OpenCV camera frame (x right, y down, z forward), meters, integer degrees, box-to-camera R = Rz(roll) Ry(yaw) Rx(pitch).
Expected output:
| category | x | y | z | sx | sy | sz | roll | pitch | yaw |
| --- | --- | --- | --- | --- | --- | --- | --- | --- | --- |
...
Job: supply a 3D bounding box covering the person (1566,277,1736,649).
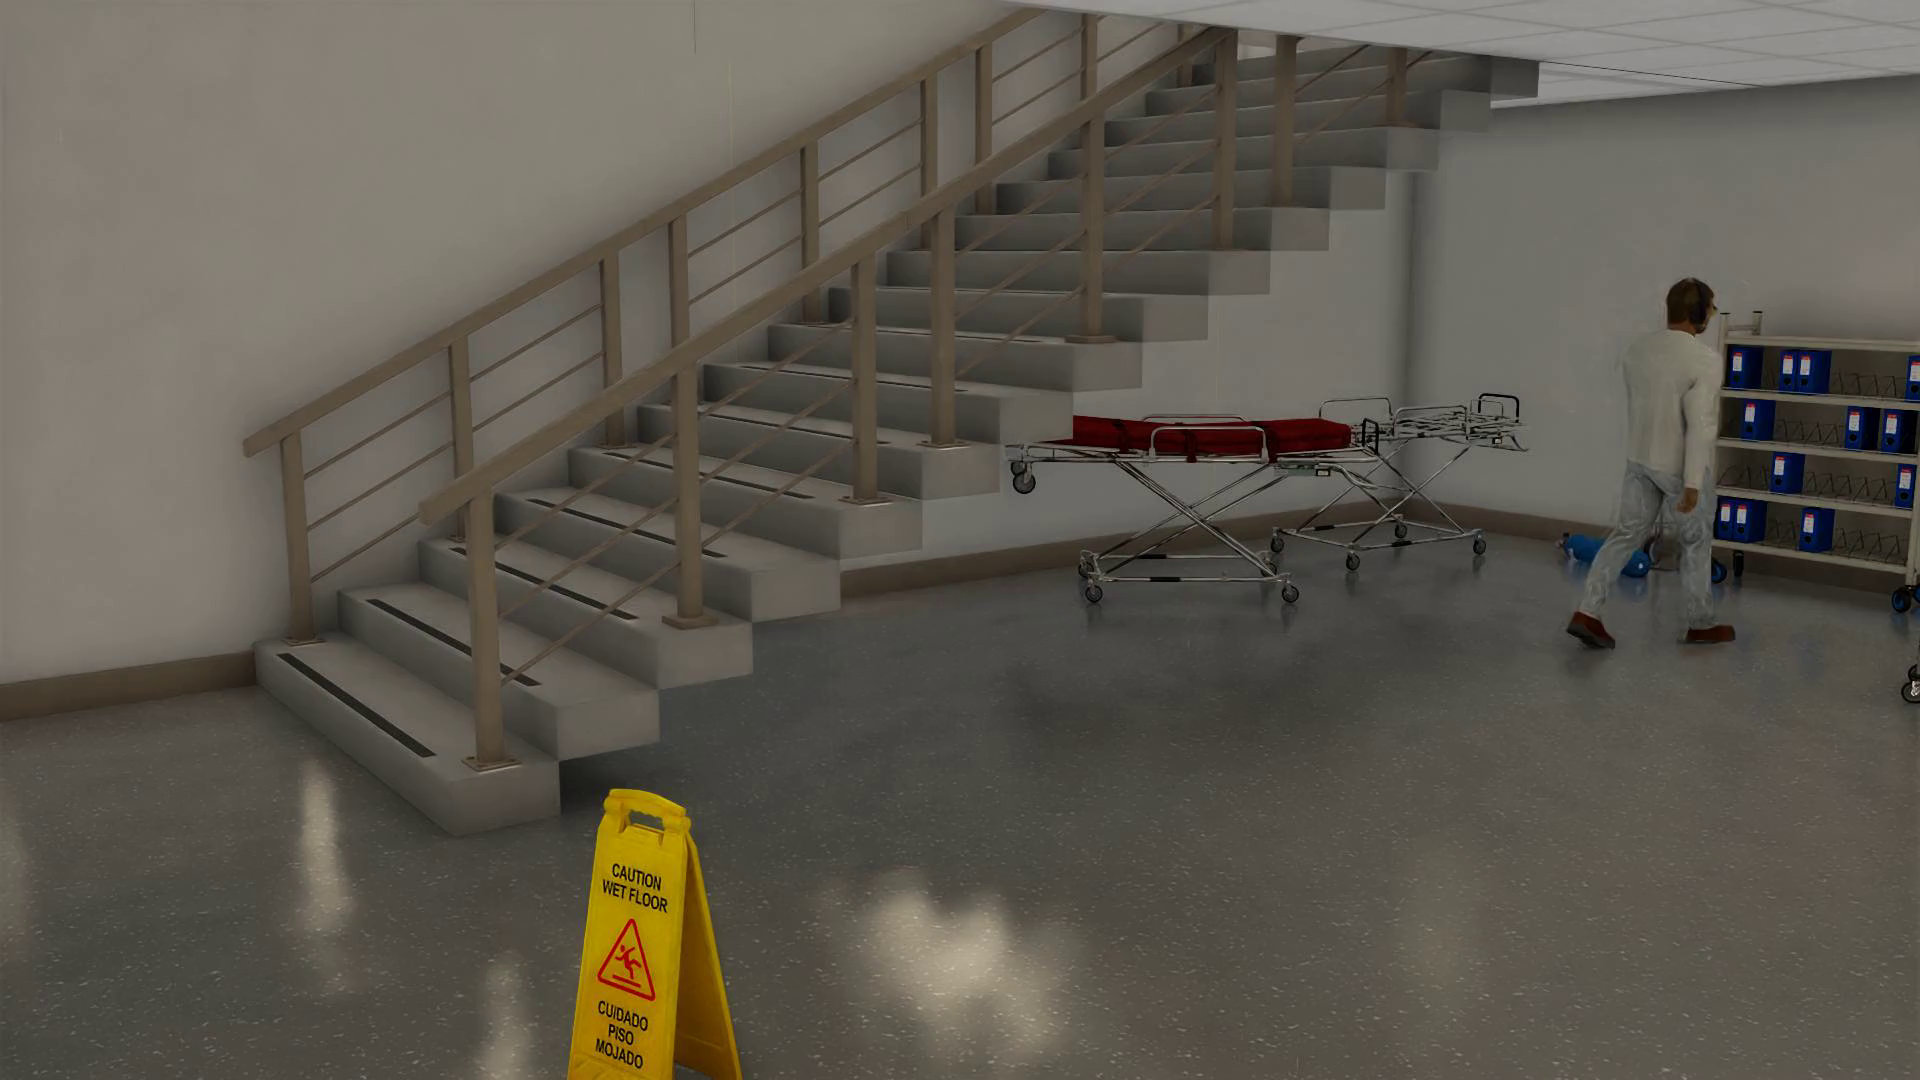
| category | x | y | z | sx | sy | sz | roll | pitch | yaw |
| --- | --- | --- | --- | --- | --- | --- | --- | --- | --- |
| person | 3.540 | -0.372 | 8.417 | 0.989 | 1.905 | 0.635 | -4 | 11 | -24 |
